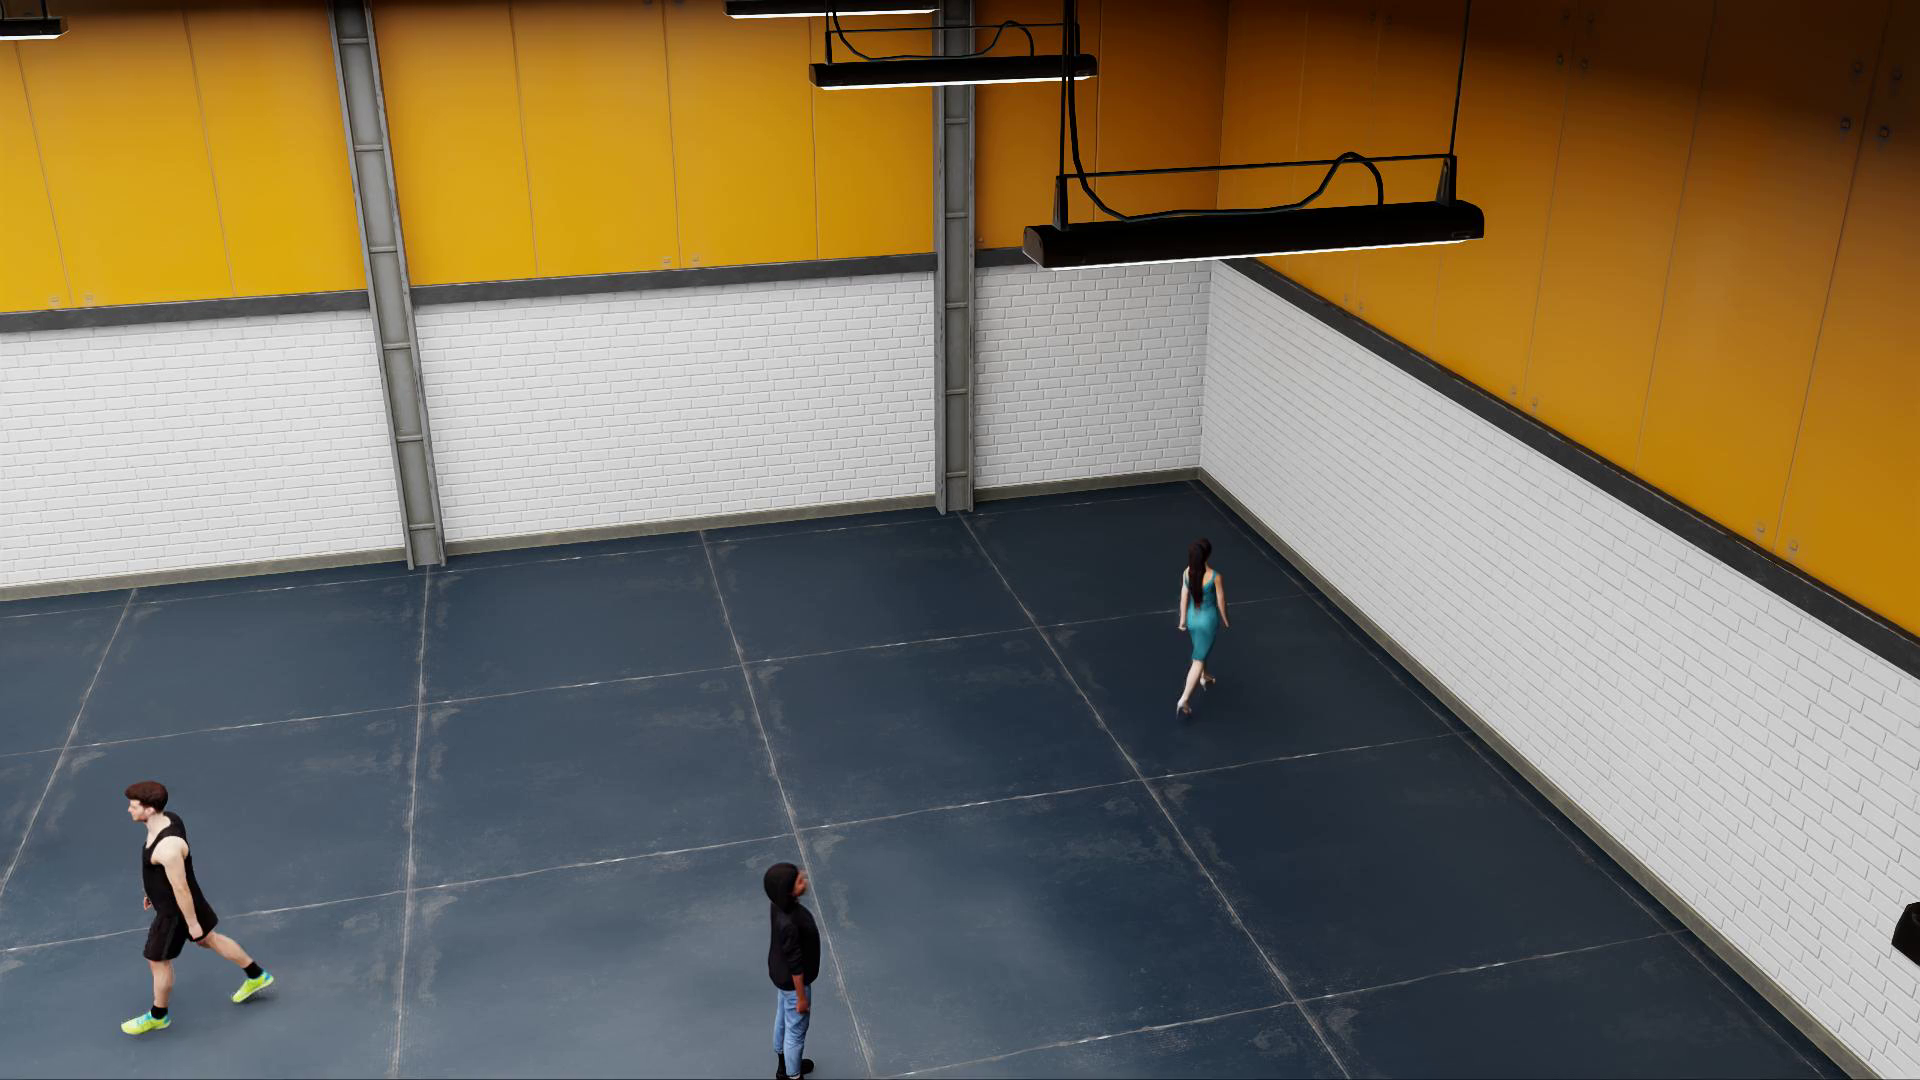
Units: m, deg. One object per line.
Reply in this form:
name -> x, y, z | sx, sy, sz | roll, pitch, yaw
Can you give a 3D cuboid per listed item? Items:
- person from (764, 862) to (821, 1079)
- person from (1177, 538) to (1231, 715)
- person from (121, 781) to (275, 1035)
person -> -1.059, 2.757, 10.431 | 0.545, 1.702, 0.572 | -8, 25, -17
person -> 2.153, 0.803, 14.970 | 0.907, 1.648, 1.063 | 18, 29, 35
person -> -5.116, 2.397, 11.068 | 1.235, 1.852, 0.782 | -10, 26, -22
